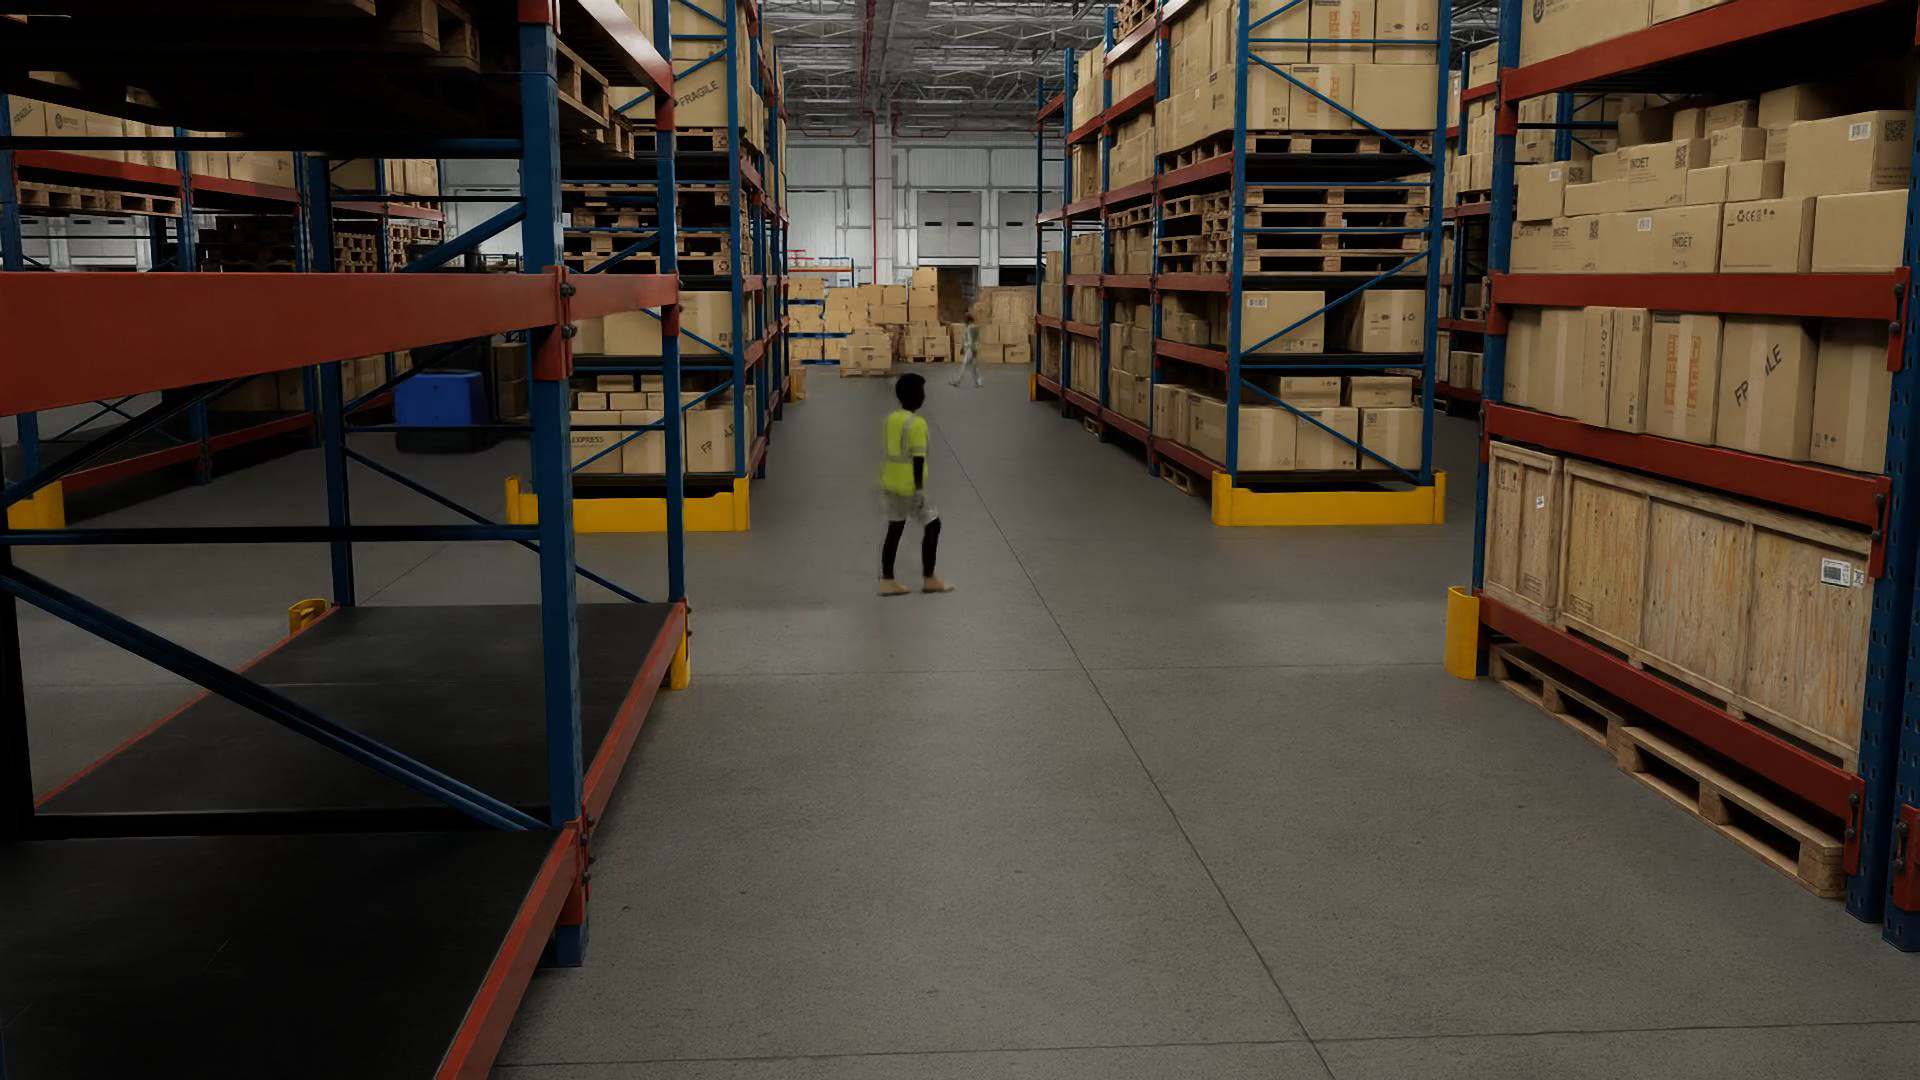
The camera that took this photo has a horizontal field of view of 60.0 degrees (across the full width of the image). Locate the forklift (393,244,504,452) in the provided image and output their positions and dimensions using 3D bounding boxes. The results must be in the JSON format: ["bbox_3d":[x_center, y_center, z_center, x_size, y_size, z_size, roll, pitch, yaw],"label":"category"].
[{"bbox_3d":[-7.086,-2.672,22.910,1.129,2.768,1.873,-1,9,-4],"label":"forklift"}]

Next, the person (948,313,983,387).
[{"bbox_3d":[0.131,-4.034,35.479,0.856,1.594,0.542,-2,9,-14],"label":"person"}]

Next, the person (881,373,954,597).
[{"bbox_3d":[-0.311,-0.406,12.446,0.671,1.672,0.553,-5,11,-31],"label":"person"}]
